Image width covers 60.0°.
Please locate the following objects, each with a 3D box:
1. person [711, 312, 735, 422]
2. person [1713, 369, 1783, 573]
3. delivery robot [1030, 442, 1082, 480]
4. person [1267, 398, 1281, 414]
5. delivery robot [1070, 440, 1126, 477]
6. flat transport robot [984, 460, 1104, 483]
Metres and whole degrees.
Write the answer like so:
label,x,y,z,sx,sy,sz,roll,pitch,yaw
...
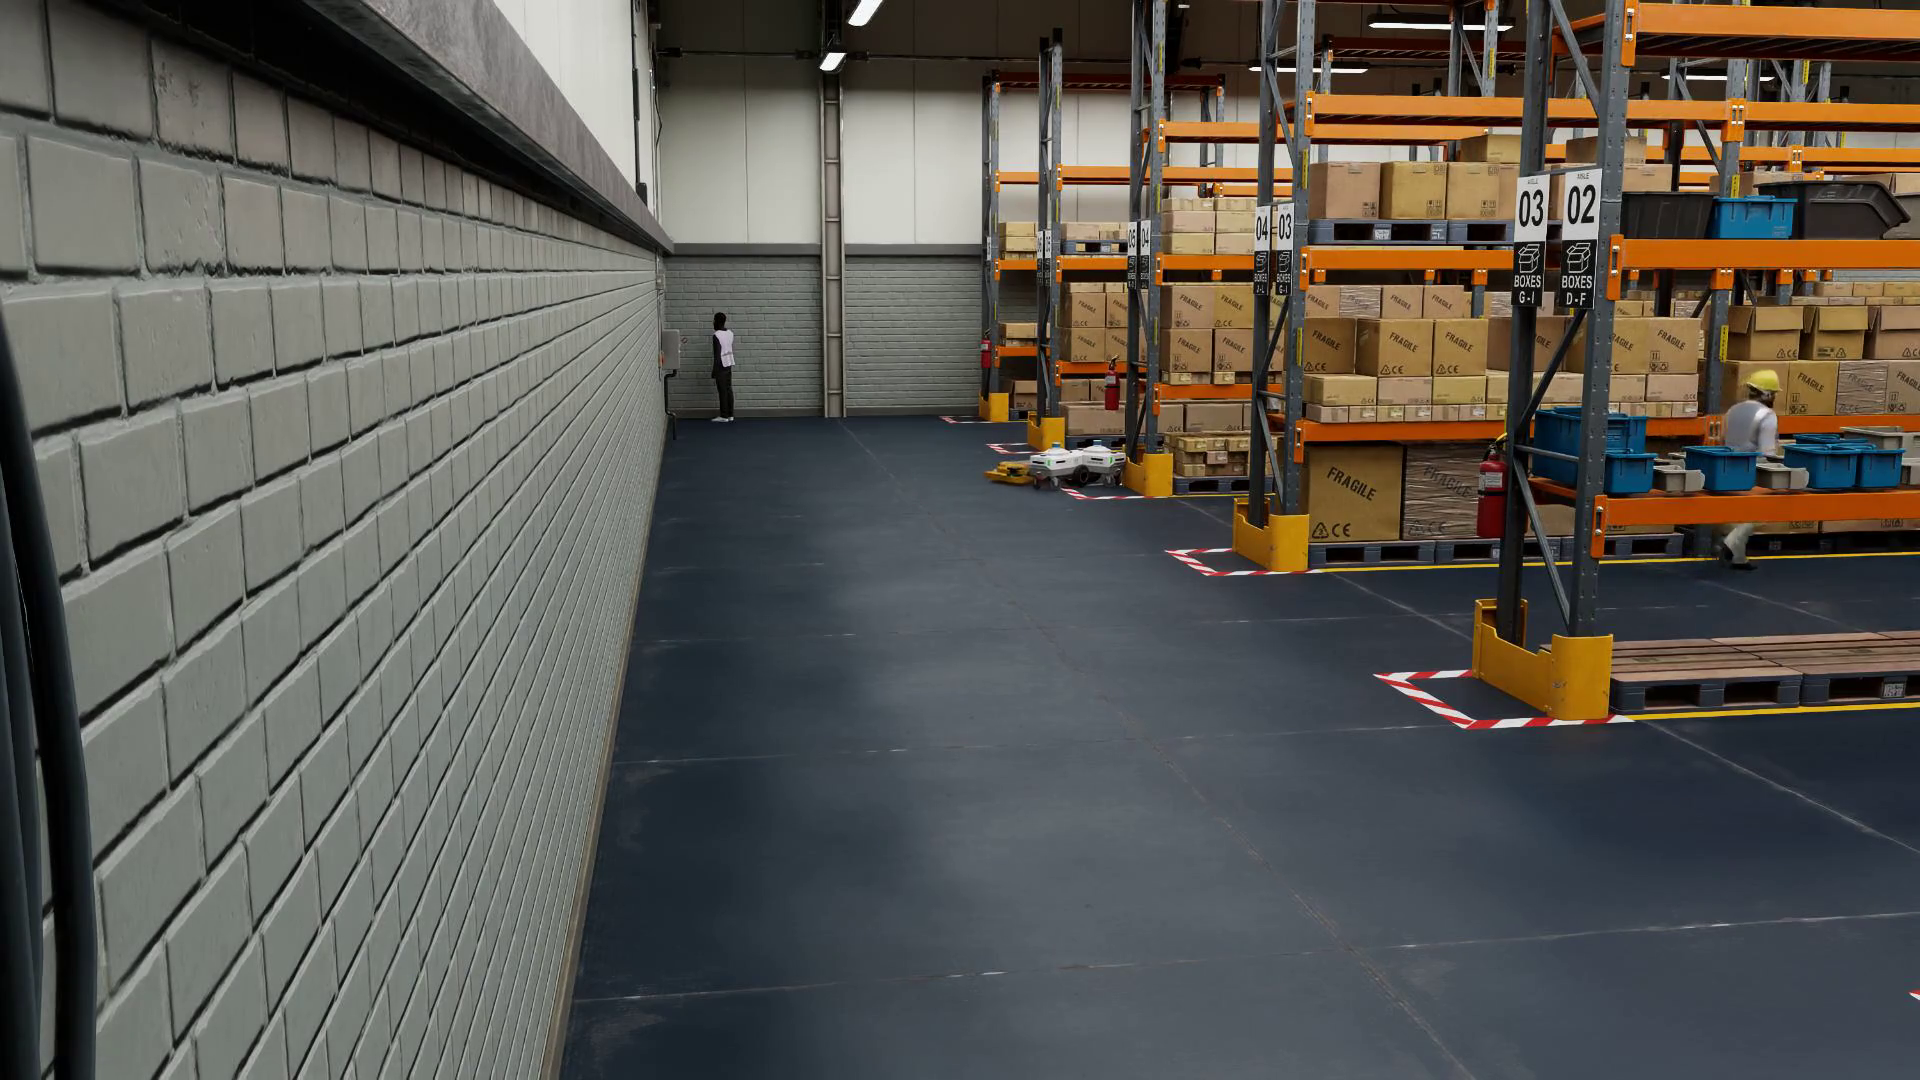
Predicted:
label,x,y,z,sx,sy,sz,roll,pitch,yaw
person,-4.172,-3.036,29.248,0.392,1.920,0.587,3,10,18
person,6.814,-0.579,14.429,0.546,1.809,0.620,-2,9,-14
delivery robot,1.172,-0.944,20.254,0.477,0.478,0.707,8,12,41
person,4.575,-2.239,24.272,0.379,1.938,0.547,-3,10,-20
delivery robot,1.695,-0.990,20.538,0.707,0.478,0.477,8,12,41
flat transport robot,1.077,-0.897,21.124,1.431,0.197,0.652,-6,11,-32
